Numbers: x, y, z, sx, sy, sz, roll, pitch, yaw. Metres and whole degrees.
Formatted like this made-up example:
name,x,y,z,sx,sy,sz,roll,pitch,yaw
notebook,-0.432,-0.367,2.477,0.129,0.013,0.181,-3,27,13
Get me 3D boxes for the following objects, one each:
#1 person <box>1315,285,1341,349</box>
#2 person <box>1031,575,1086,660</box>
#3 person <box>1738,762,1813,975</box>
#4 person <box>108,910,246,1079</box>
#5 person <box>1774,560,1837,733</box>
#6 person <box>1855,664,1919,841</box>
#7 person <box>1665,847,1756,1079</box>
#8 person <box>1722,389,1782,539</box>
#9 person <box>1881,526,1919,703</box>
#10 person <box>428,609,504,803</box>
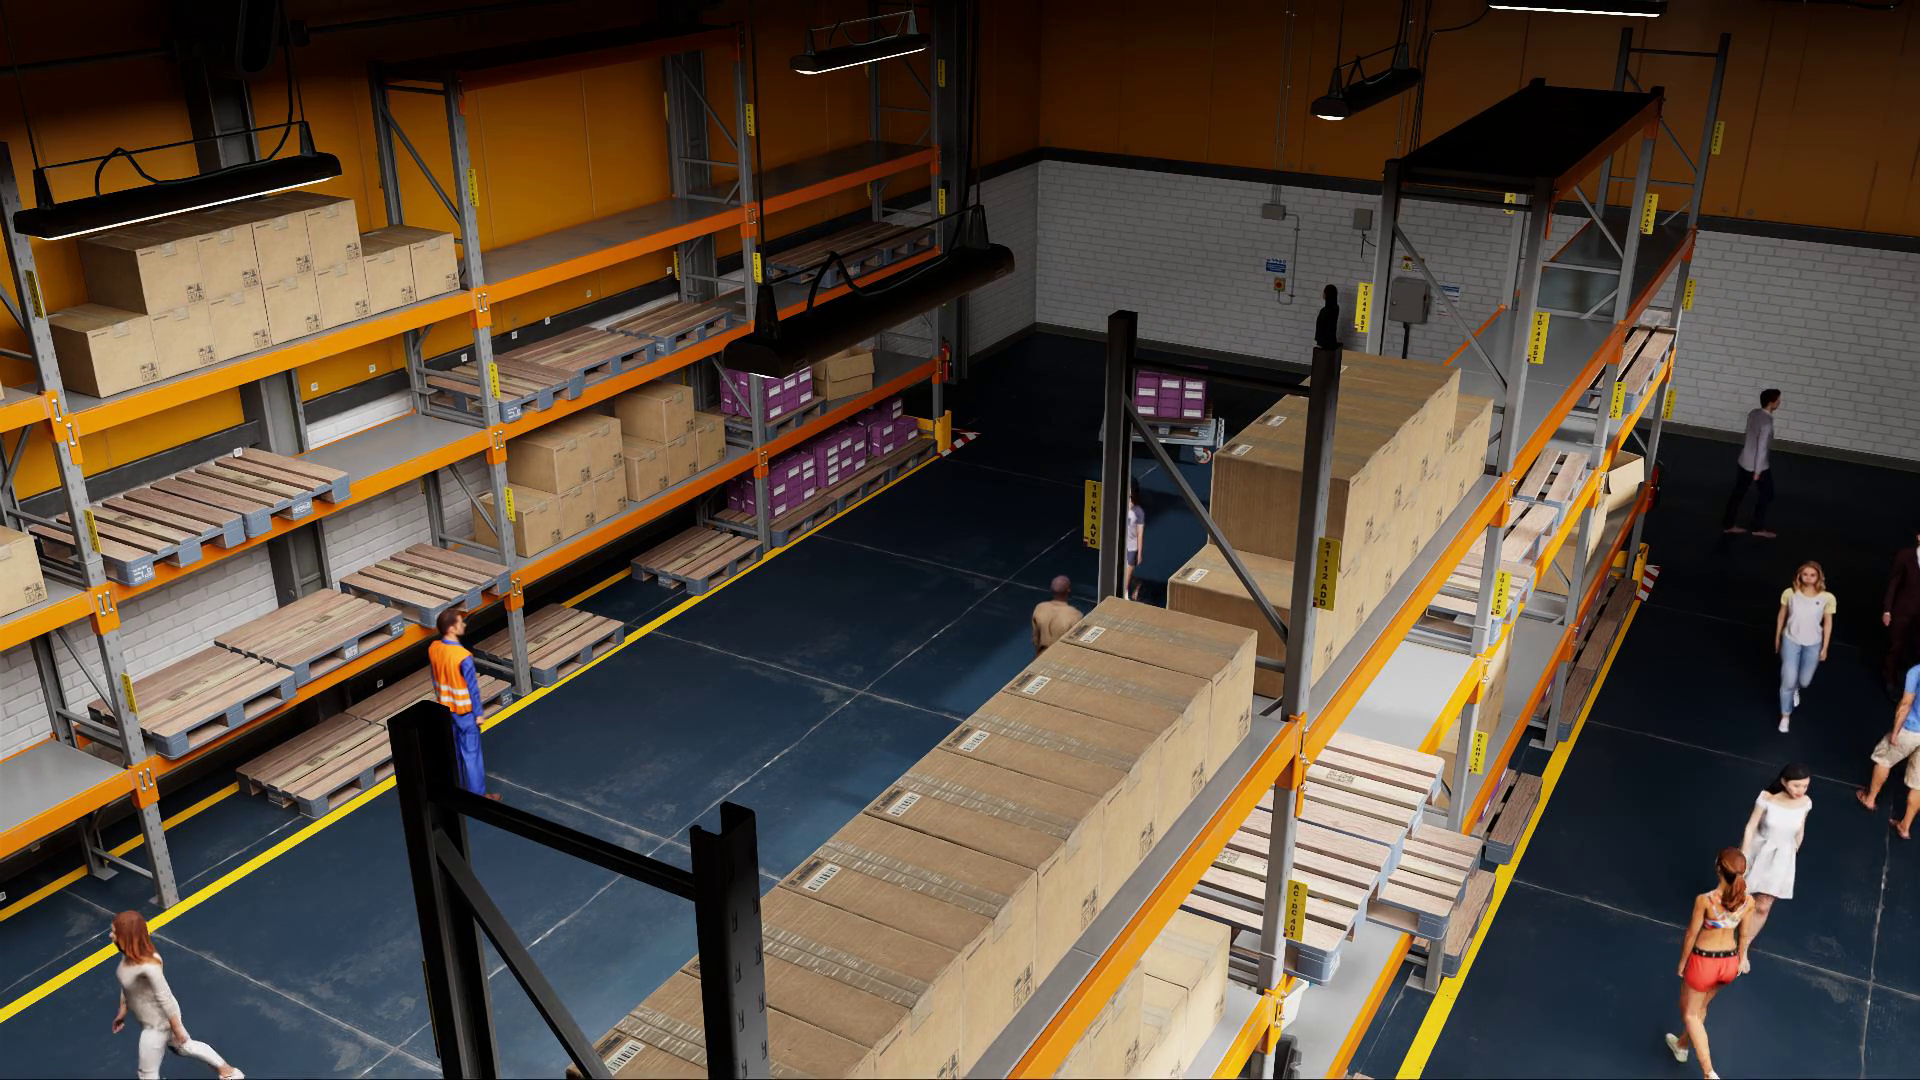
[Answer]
name,x,y,z,sx,sy,sz,roll,pitch,yaw
person,5.381,-2.899,24.365,0.713,1.734,0.537,22,32,40
person,0.847,1.208,14.887,0.751,1.800,0.984,13,27,27
person,5.952,2.352,12.338,0.876,1.746,1.084,4,24,10
person,-5.108,3.063,10.783,1.149,1.688,0.871,-17,29,-34
person,7.869,0.954,15.586,0.668,1.706,0.870,11,26,23
person,8.029,1.650,13.829,0.844,1.837,1.023,3,24,7
person,5.026,2.893,11.070,0.938,1.770,1.113,-1,24,-3
person,9.317,-0.916,19.704,0.933,1.834,0.888,0,24,-1
person,9.185,0.643,16.109,0.820,1.856,0.823,3,24,6
person,-4.286,1.447,14.263,0.690,1.862,0.609,15,28,30
